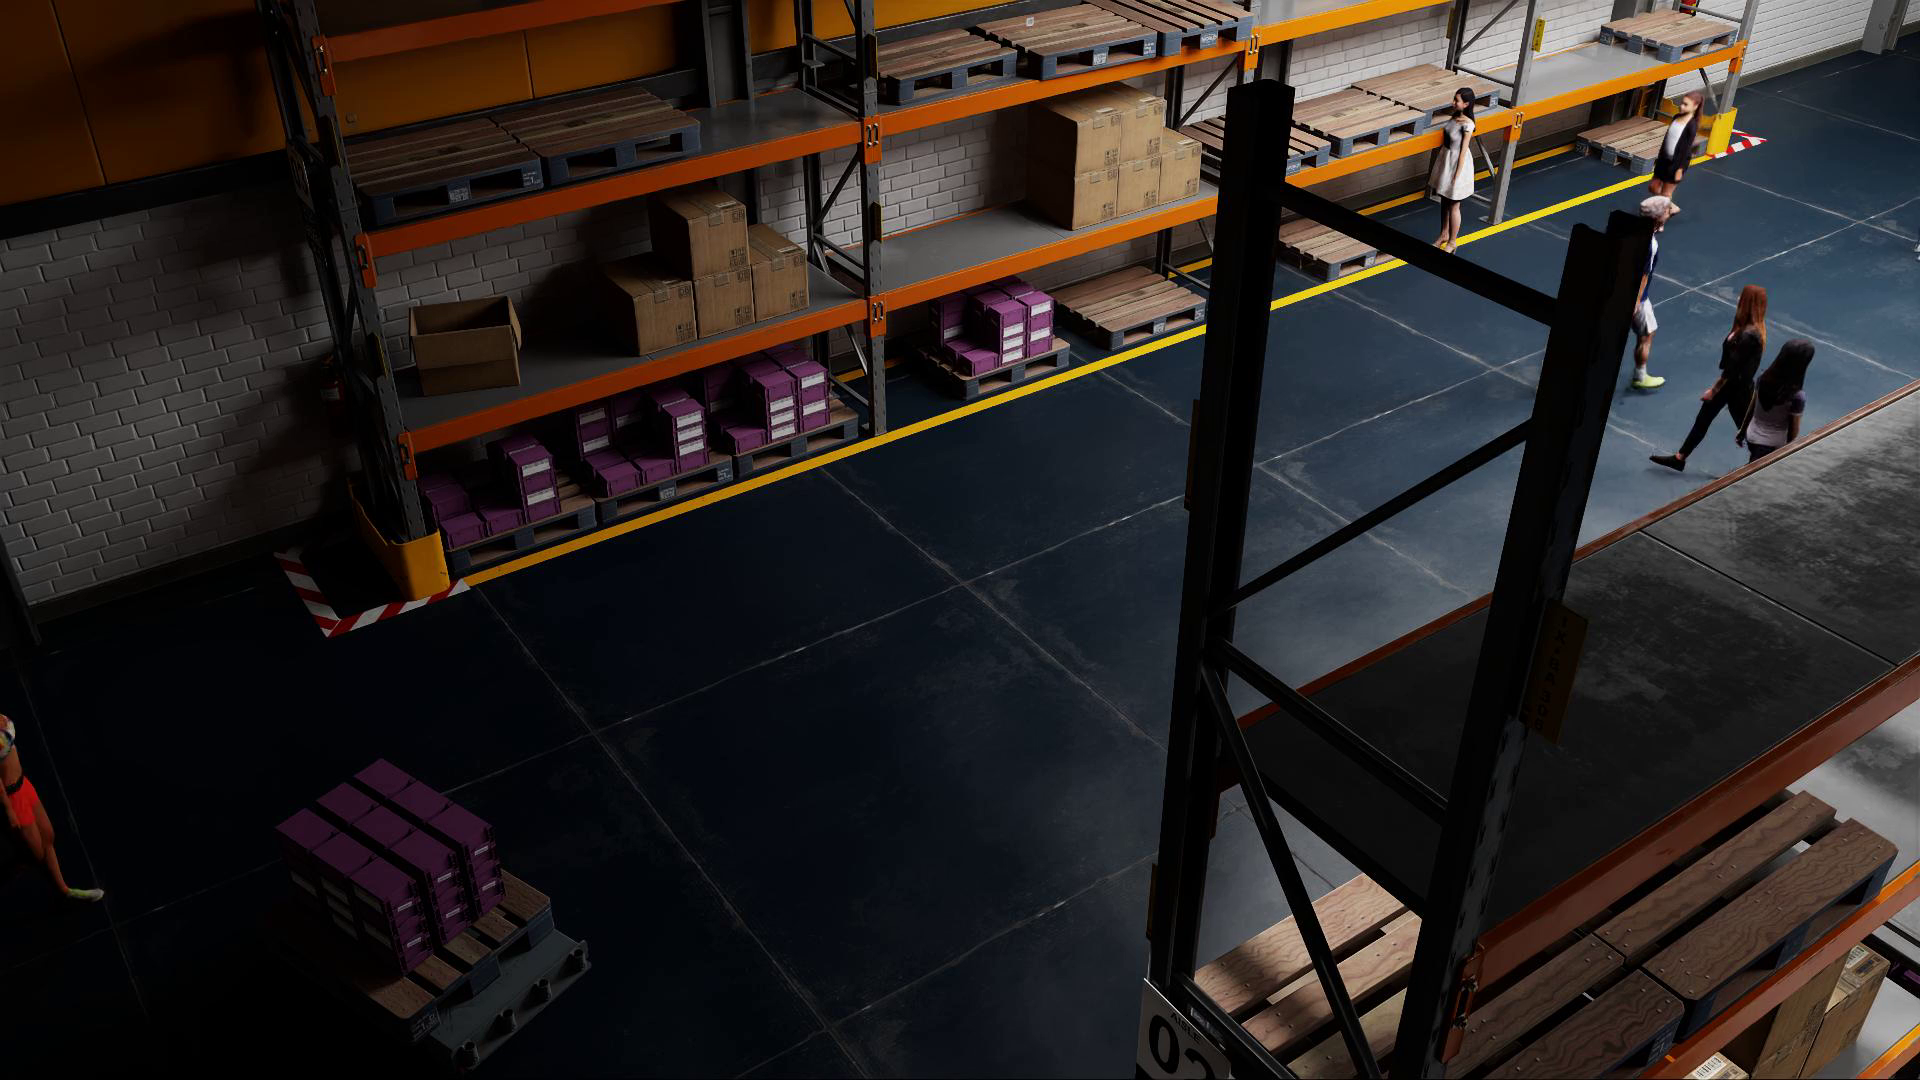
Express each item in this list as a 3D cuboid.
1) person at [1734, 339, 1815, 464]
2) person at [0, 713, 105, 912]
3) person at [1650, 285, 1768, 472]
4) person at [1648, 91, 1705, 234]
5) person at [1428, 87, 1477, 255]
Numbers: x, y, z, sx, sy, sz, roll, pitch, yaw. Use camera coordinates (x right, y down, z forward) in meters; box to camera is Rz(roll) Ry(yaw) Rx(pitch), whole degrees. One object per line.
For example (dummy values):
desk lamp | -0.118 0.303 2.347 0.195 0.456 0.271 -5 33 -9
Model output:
person | 5.995 -0.706 12.530 1.197 1.657 0.855 -9 35 -14
person | -5.345 1.450 9.177 0.962 1.776 0.661 -16 37 -22
person | 6.262 -1.160 13.208 1.079 1.661 1.158 13 36 19
person | 7.604 -4.003 17.584 0.773 1.551 0.672 -9 35 -13
person | 5.052 -3.768 17.033 0.793 1.769 0.773 -4 34 -5
